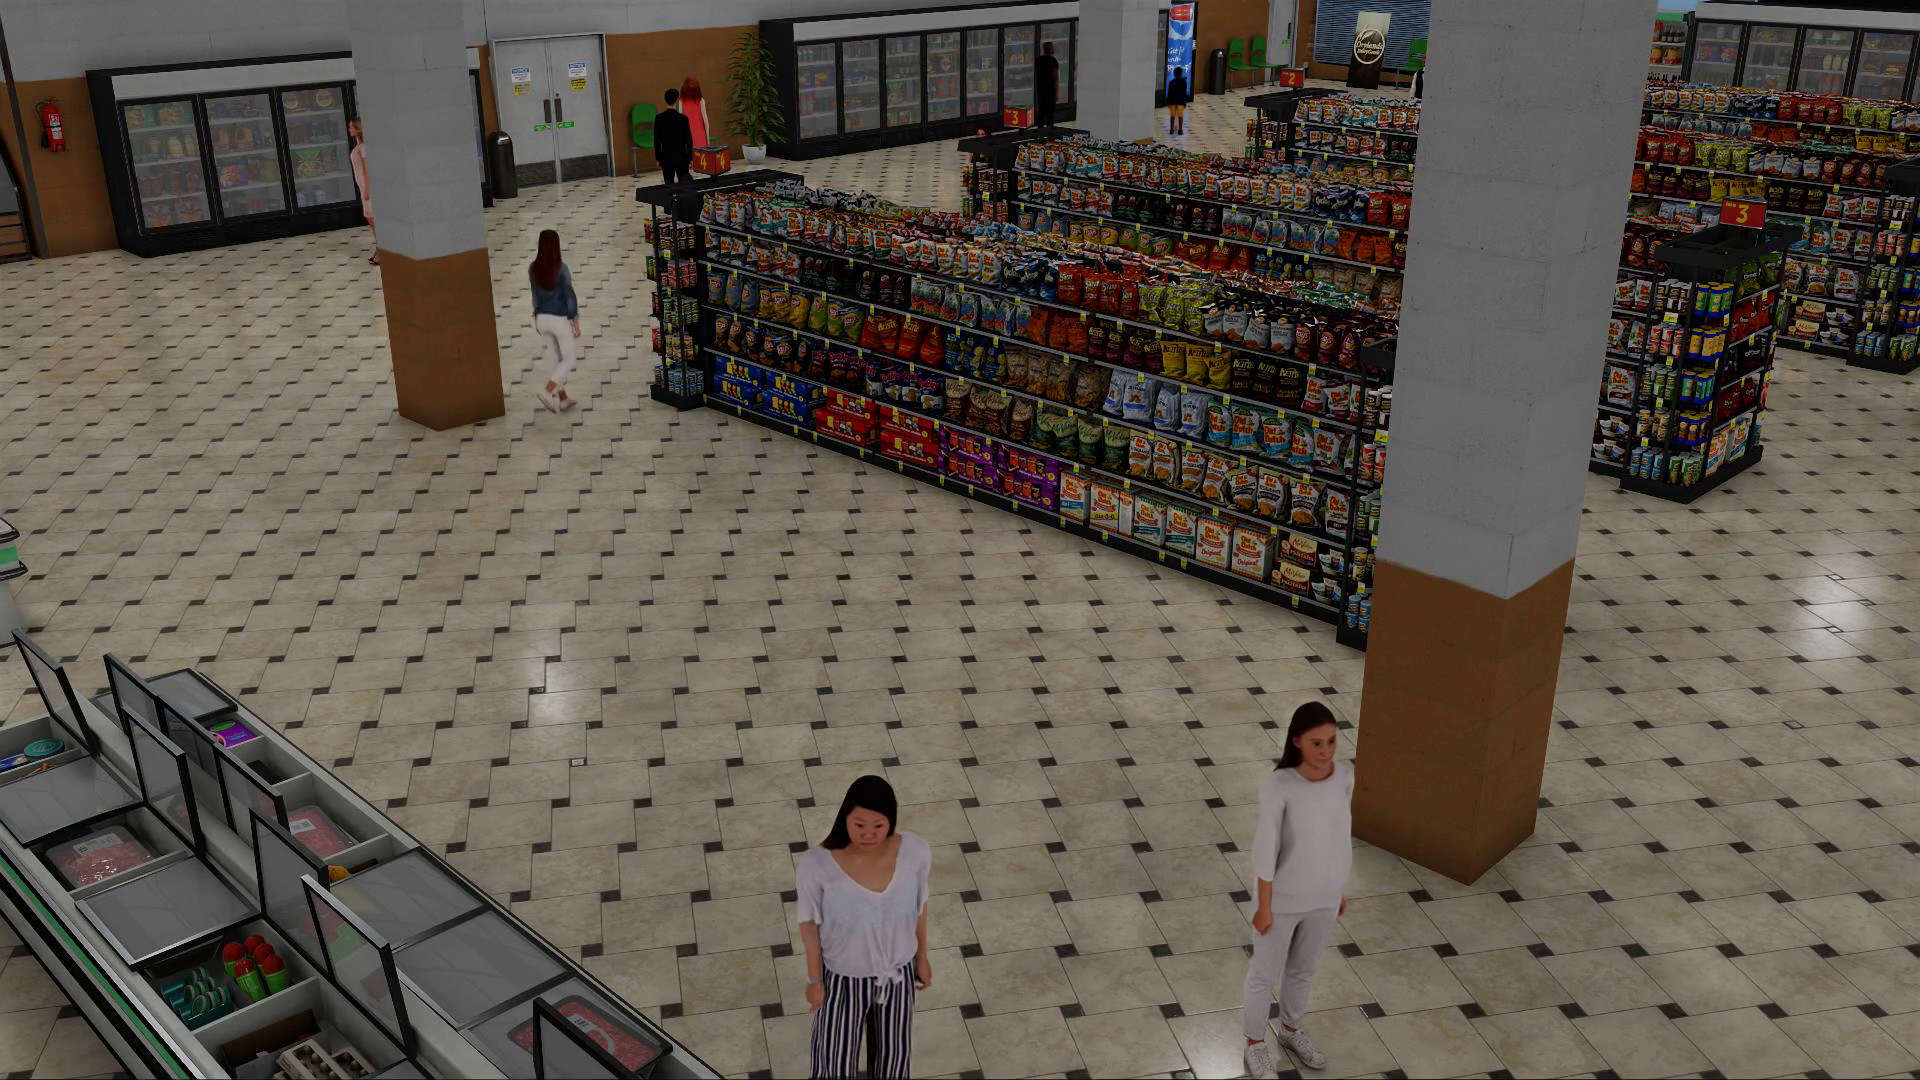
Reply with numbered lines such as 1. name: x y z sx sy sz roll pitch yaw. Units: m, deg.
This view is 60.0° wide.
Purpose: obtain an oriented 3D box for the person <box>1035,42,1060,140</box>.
1. person: 1.589 -8.189 30.460 0.490 1.819 0.719 20 29 40

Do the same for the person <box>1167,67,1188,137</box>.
1. person: 4.114 -8.322 31.525 0.586 1.271 0.664 6 23 14

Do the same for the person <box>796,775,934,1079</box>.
1. person: -0.354 1.606 6.265 0.775 1.683 0.772 -8 23 -18

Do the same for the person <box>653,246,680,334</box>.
1. person: -3.136 -2.811 17.832 0.536 1.253 0.565 12 25 28

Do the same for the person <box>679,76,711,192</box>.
1. person: -4.046 -6.113 25.284 0.655 1.826 0.738 2 22 5

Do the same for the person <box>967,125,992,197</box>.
1. person: 0.308 -4.413 21.187 0.582 1.726 0.702 8 23 18

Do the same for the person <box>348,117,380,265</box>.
1. person: -7.497 -4.423 21.073 0.703 1.829 0.566 -9 24 -21

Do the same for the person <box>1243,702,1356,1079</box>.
1. person: 1.366 1.415 6.734 0.666 1.688 0.644 -10 24 -23

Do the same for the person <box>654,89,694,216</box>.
1. person: -3.998 -5.341 23.276 0.766 1.890 0.840 1 22 3

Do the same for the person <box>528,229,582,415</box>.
1. person: -3.729 -1.935 15.077 0.929 1.683 0.884 10 24 23
